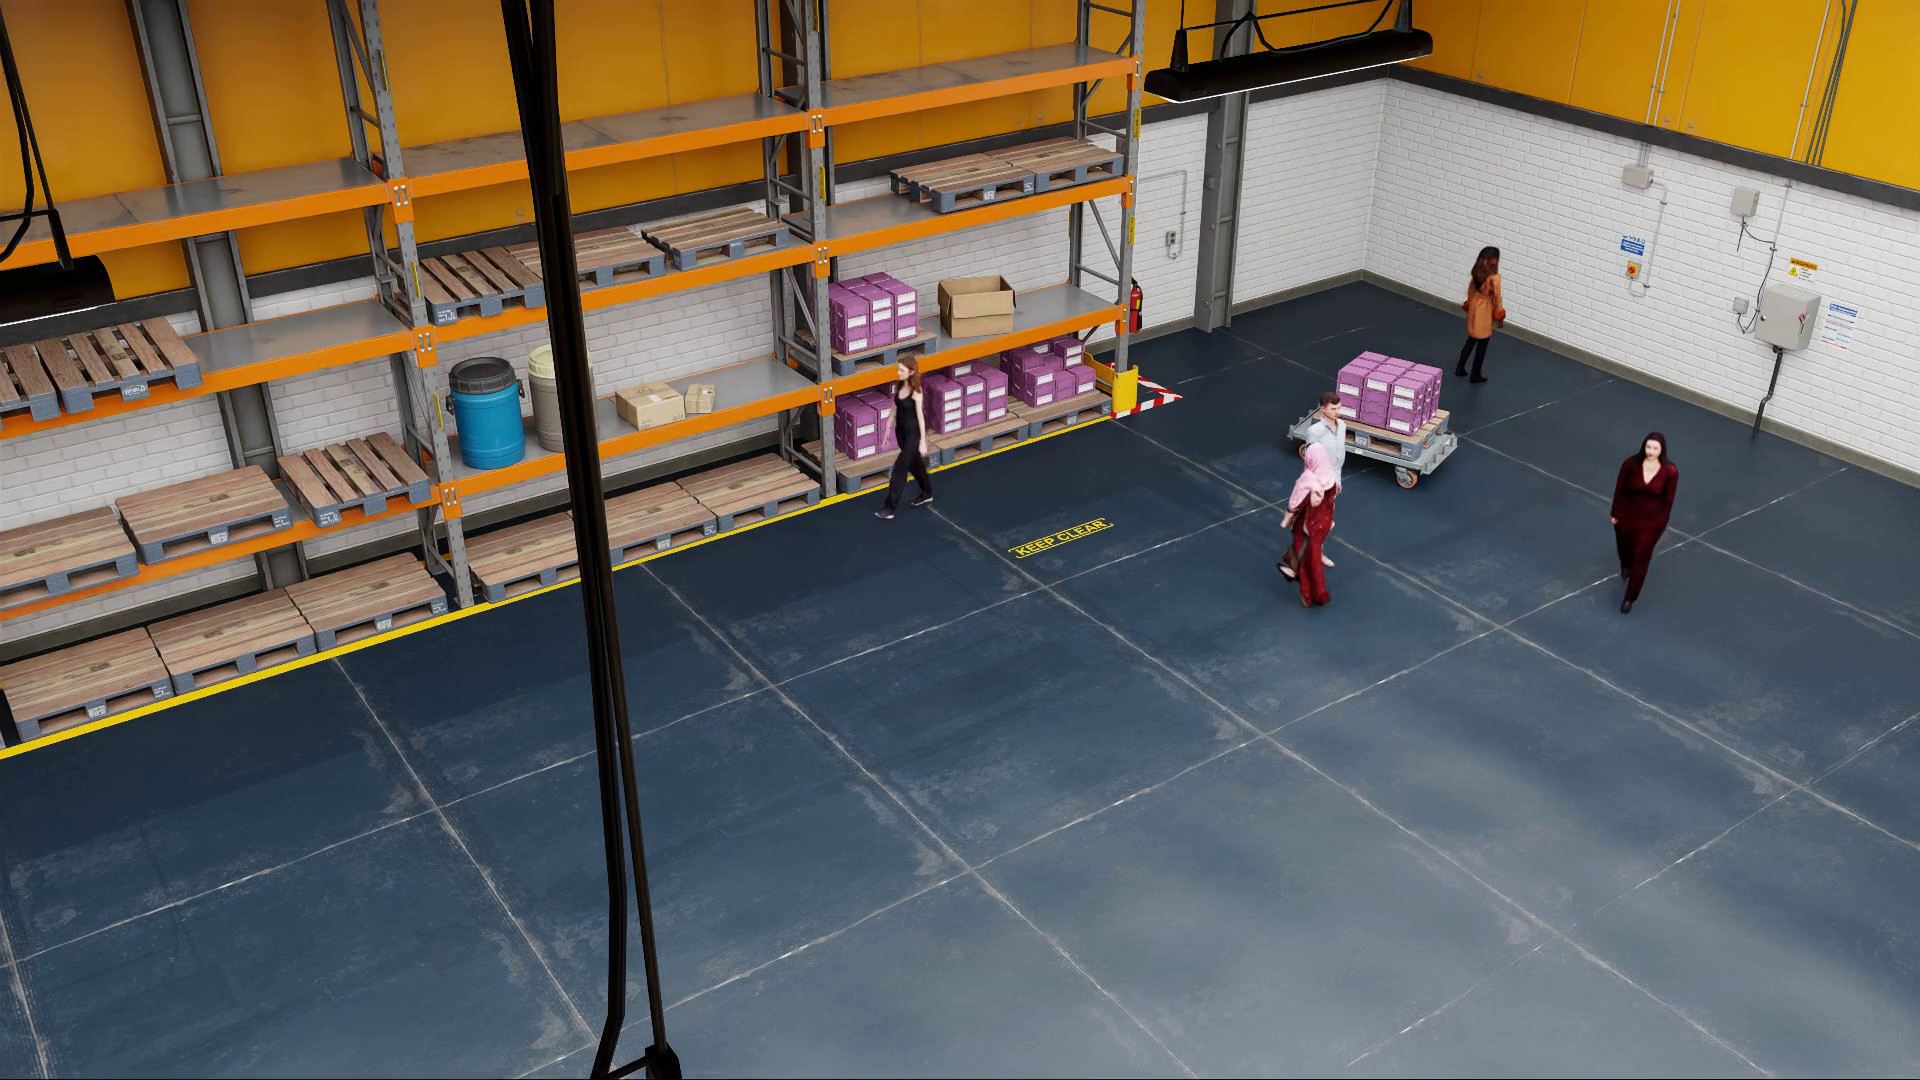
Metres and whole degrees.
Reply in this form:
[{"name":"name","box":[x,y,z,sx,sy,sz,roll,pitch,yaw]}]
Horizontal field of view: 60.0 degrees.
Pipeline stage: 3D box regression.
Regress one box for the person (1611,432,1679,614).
[{"name":"person","box":[6.342,-0.238,15.508,0.951,1.708,1.203,16,32,27]}]

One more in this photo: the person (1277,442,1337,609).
[{"name":"person","box":[3.306,-0.126,15.379,0.927,1.635,0.740,-16,33,-27]}]

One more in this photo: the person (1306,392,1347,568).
[{"name":"person","box":[3.477,-0.569,15.969,0.462,1.847,0.707,-19,34,-31]}]

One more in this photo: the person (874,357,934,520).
[{"name":"person","box":[-0.440,-1.085,17.059,1.067,1.709,0.640,-22,35,-34]}]

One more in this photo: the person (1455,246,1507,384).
[{"name":"person","box":[6.248,-2.702,20.012,0.696,1.721,0.764,-12,31,-21]}]
